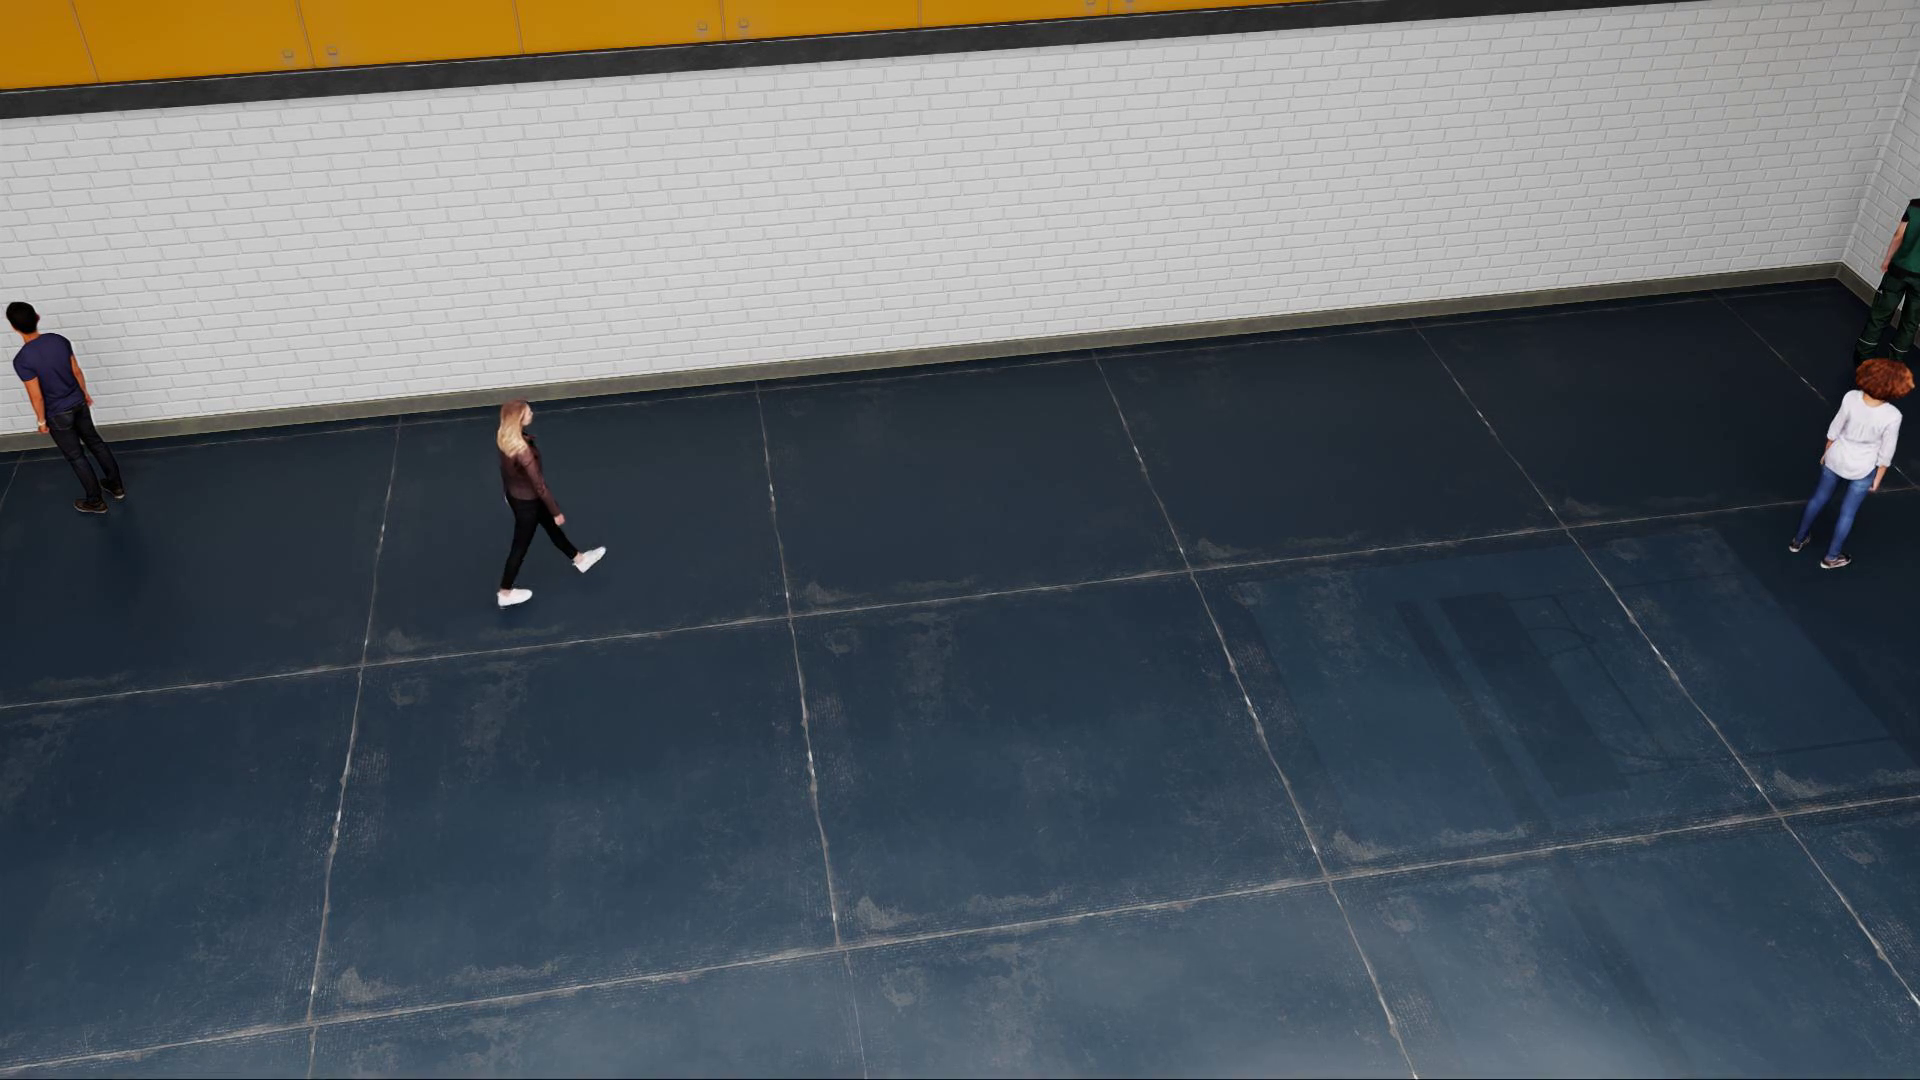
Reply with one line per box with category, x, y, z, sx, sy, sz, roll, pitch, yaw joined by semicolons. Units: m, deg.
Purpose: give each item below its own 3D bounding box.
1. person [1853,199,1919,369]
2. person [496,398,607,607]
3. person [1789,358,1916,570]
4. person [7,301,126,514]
person;8.070;-2.276;14.063;0.760;1.901;0.785;17;42;20
person;-3.119;-0.217;11.686;0.989;1.650;1.137;-22;44;-25
person;6.482;-0.576;12.086;0.800;1.713;0.692;-24;45;-27
person;-6.763;-0.999;12.555;0.779;1.789;0.646;13;41;16
